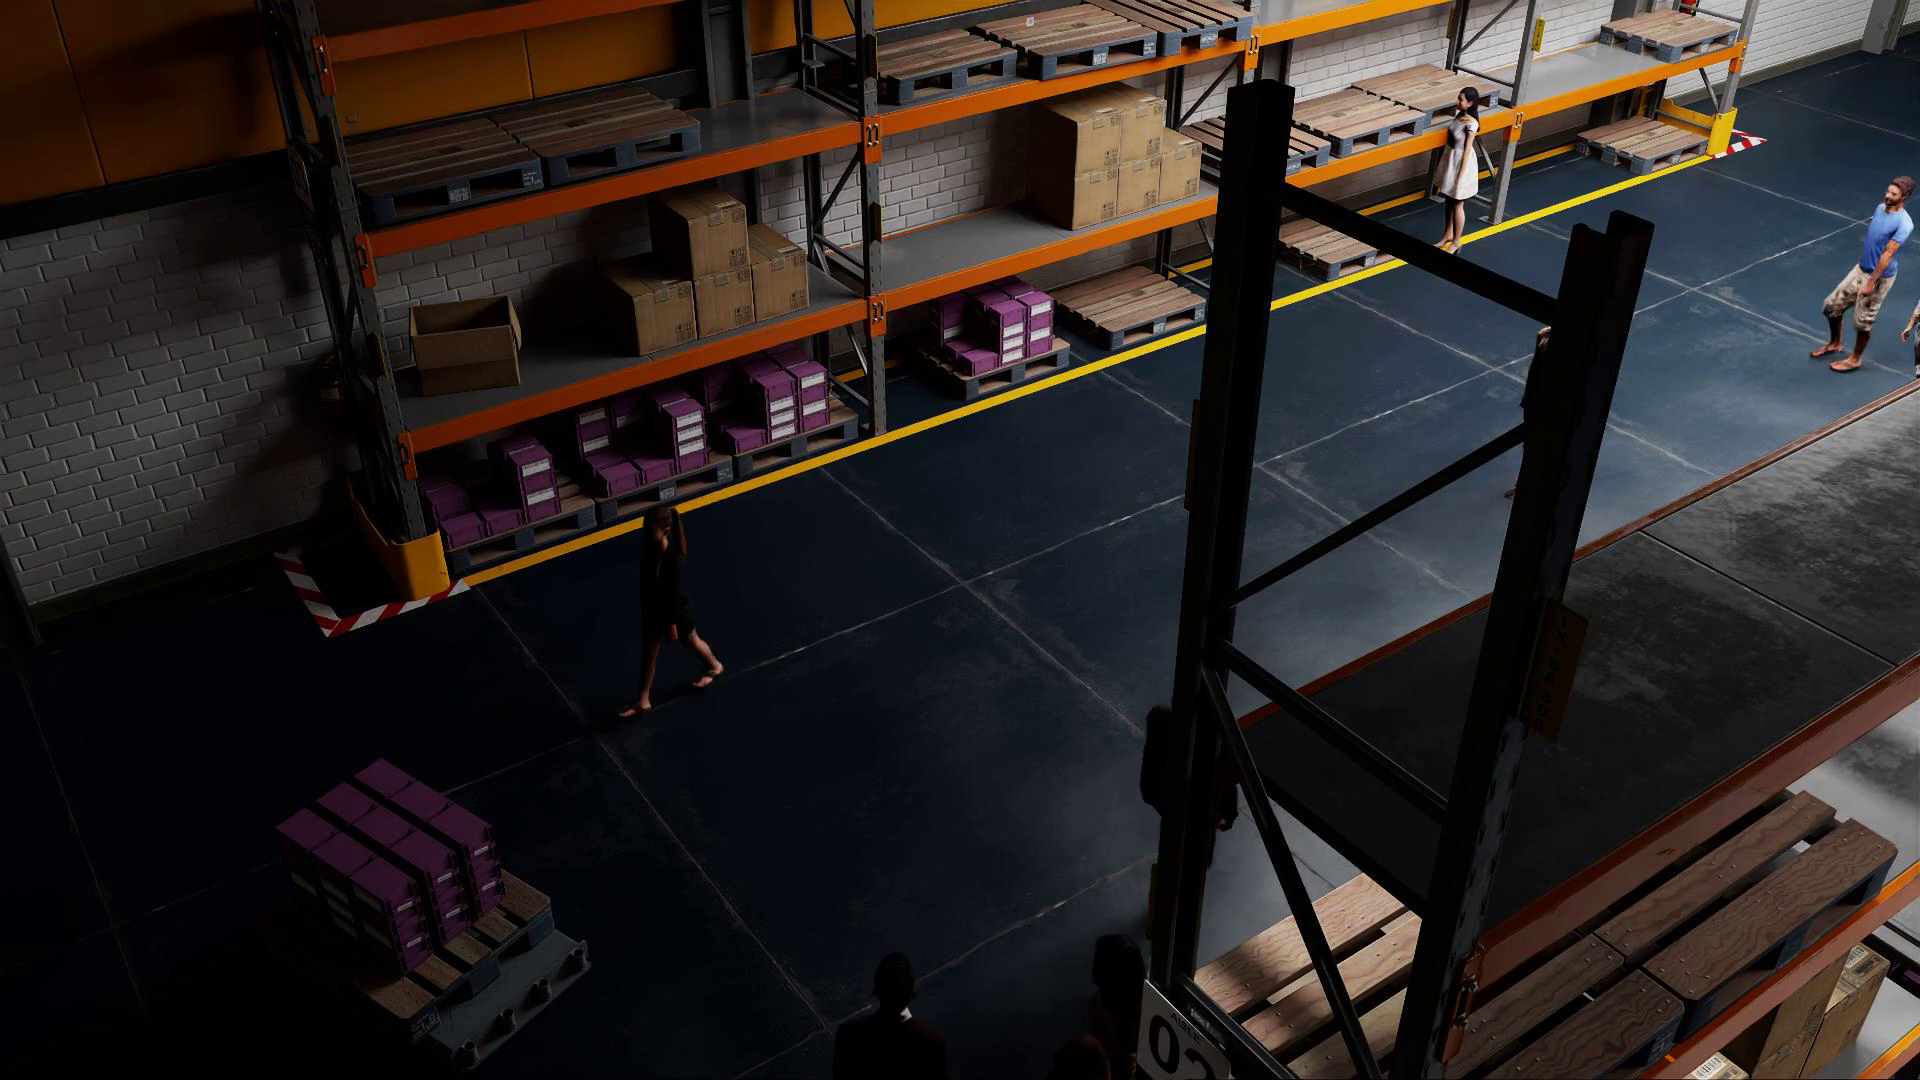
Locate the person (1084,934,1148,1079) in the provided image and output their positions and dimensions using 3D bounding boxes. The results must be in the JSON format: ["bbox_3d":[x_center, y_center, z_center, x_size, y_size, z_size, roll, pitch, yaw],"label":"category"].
[{"bbox_3d":[0.819,2.467,7.748,1.205,1.665,0.880,-8,35,-12],"label":"person"}]

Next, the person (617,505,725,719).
[{"bbox_3d":[-1.855,0.427,10.952,1.099,1.516,0.681,-29,43,-36],"label":"person"}]

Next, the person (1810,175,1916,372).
[{"bbox_3d":[8.235,-2.372,14.860,0.811,1.852,0.777,-4,34,-7],"label":"person"}]

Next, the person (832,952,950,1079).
[{"bbox_3d":[-0.311,2.607,7.376,1.209,1.843,1.183,0,34,1],"label":"person"}]

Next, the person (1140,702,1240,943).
[{"bbox_3d":[1.225,1.462,9.129,1.008,1.810,1.220,18,38,25],"label":"person"}]

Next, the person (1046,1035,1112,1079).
[{"bbox_3d":[0.594,2.720,7.348,1.116,1.686,0.651,-27,42,-34],"label":"person"}]

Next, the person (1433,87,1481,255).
[{"bbox_3d":[5.099,-3.778,17.049,0.800,1.769,0.776,-3,34,-4],"label":"person"}]
